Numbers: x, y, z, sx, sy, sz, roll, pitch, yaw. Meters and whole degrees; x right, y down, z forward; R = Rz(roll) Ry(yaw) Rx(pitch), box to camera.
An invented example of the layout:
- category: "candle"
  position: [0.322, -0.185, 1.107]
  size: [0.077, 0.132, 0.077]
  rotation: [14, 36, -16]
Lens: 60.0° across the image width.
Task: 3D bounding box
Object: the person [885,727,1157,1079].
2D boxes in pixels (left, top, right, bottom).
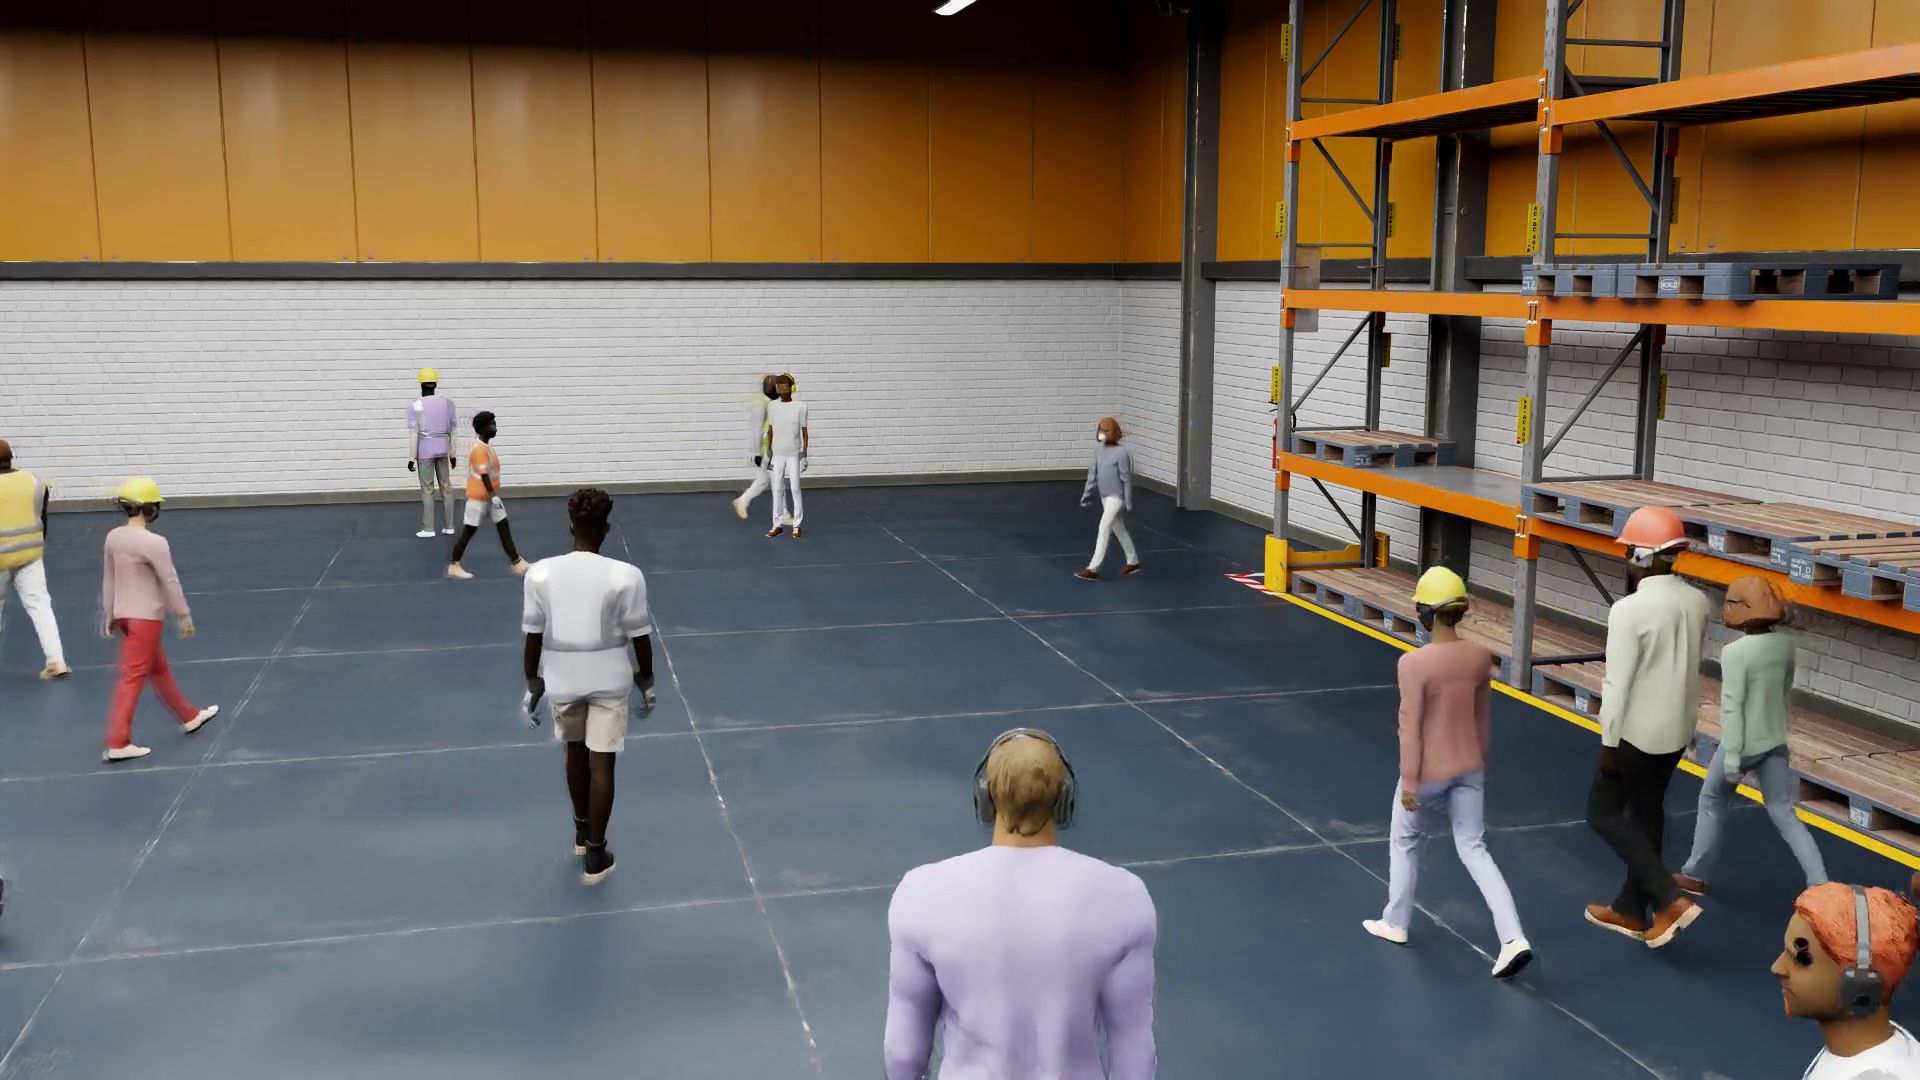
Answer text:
- category: "person"
  position: [0.134, 1.389, 4.019]
  size: [0.635, 1.927, 0.436]
  rotation: [-1, 9, -5]

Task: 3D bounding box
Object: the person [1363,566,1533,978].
- category: "person"
  position: [2.127, 0.988, 7.128]
  size: [0.533, 1.737, 0.840]
  rotation: [-4, 10, -26]

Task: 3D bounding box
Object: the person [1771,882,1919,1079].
- category: "person"
  position: [1.757, 1.567, 3.184]
  size: [0.941, 1.851, 0.591]
  rotation: [4, 10, 25]

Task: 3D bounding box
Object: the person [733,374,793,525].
- category: "person"
  position: [-2.328, -1.083, 19.852]
  size: [0.877, 1.809, 0.628]
  rotation: [3, 10, 18]

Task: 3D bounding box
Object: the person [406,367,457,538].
- category: "person"
  position: [-5.979, -0.985, 18.822]
  size: [0.370, 1.925, 0.595]
  rotation: [9, 13, 43]

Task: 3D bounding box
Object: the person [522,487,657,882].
- category: "person"
  position: [-1.831, 0.687, 8.357]
  size: [0.639, 1.932, 0.786]
  rotation: [1, 9, 4]

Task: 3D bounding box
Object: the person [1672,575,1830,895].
- category: "person"
  position: [3.729, 0.962, 7.714]
  size: [0.514, 1.592, 0.854]
  rotation: [-5, 10, -27]

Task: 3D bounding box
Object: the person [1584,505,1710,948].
- category: "person"
  position: [3.049, 0.836, 7.294]
  size: [0.623, 1.976, 0.574]
  rotation: [-5, 10, -29]

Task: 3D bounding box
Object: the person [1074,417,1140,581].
- category: "person"
  position: [1.466, -0.410, 16.282]
  size: [0.849, 1.587, 0.506]
  rotation: [-5, 10, -27]

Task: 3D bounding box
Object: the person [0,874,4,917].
- category: "person"
  position: [-4.702, 0.840, 7.480]
  size: [0.829, 1.920, 0.637]
  rotation: [6, 11, 33]

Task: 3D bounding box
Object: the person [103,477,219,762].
- category: "person"
  position: [-5.008, 0.465, 10.378]
  size: [0.552, 1.718, 0.880]
  rotation: [5, 11, 30]

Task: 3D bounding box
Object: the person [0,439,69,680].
- category: "person"
  position: [-6.971, 0.145, 12.226]
  size: [0.965, 1.799, 0.628]
  rotation: [6, 11, 34]

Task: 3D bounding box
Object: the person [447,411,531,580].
- category: "person"
  position: [-4.615, -0.429, 16.218]
  size: [0.887, 1.649, 0.537]
  rotation: [0, 9, -2]

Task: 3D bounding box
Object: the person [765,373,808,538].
- category: "person"
  position: [-1.963, -0.949, 18.800]
  size: [0.519, 1.865, 0.326]
  rotation: [2, 9, 15]
